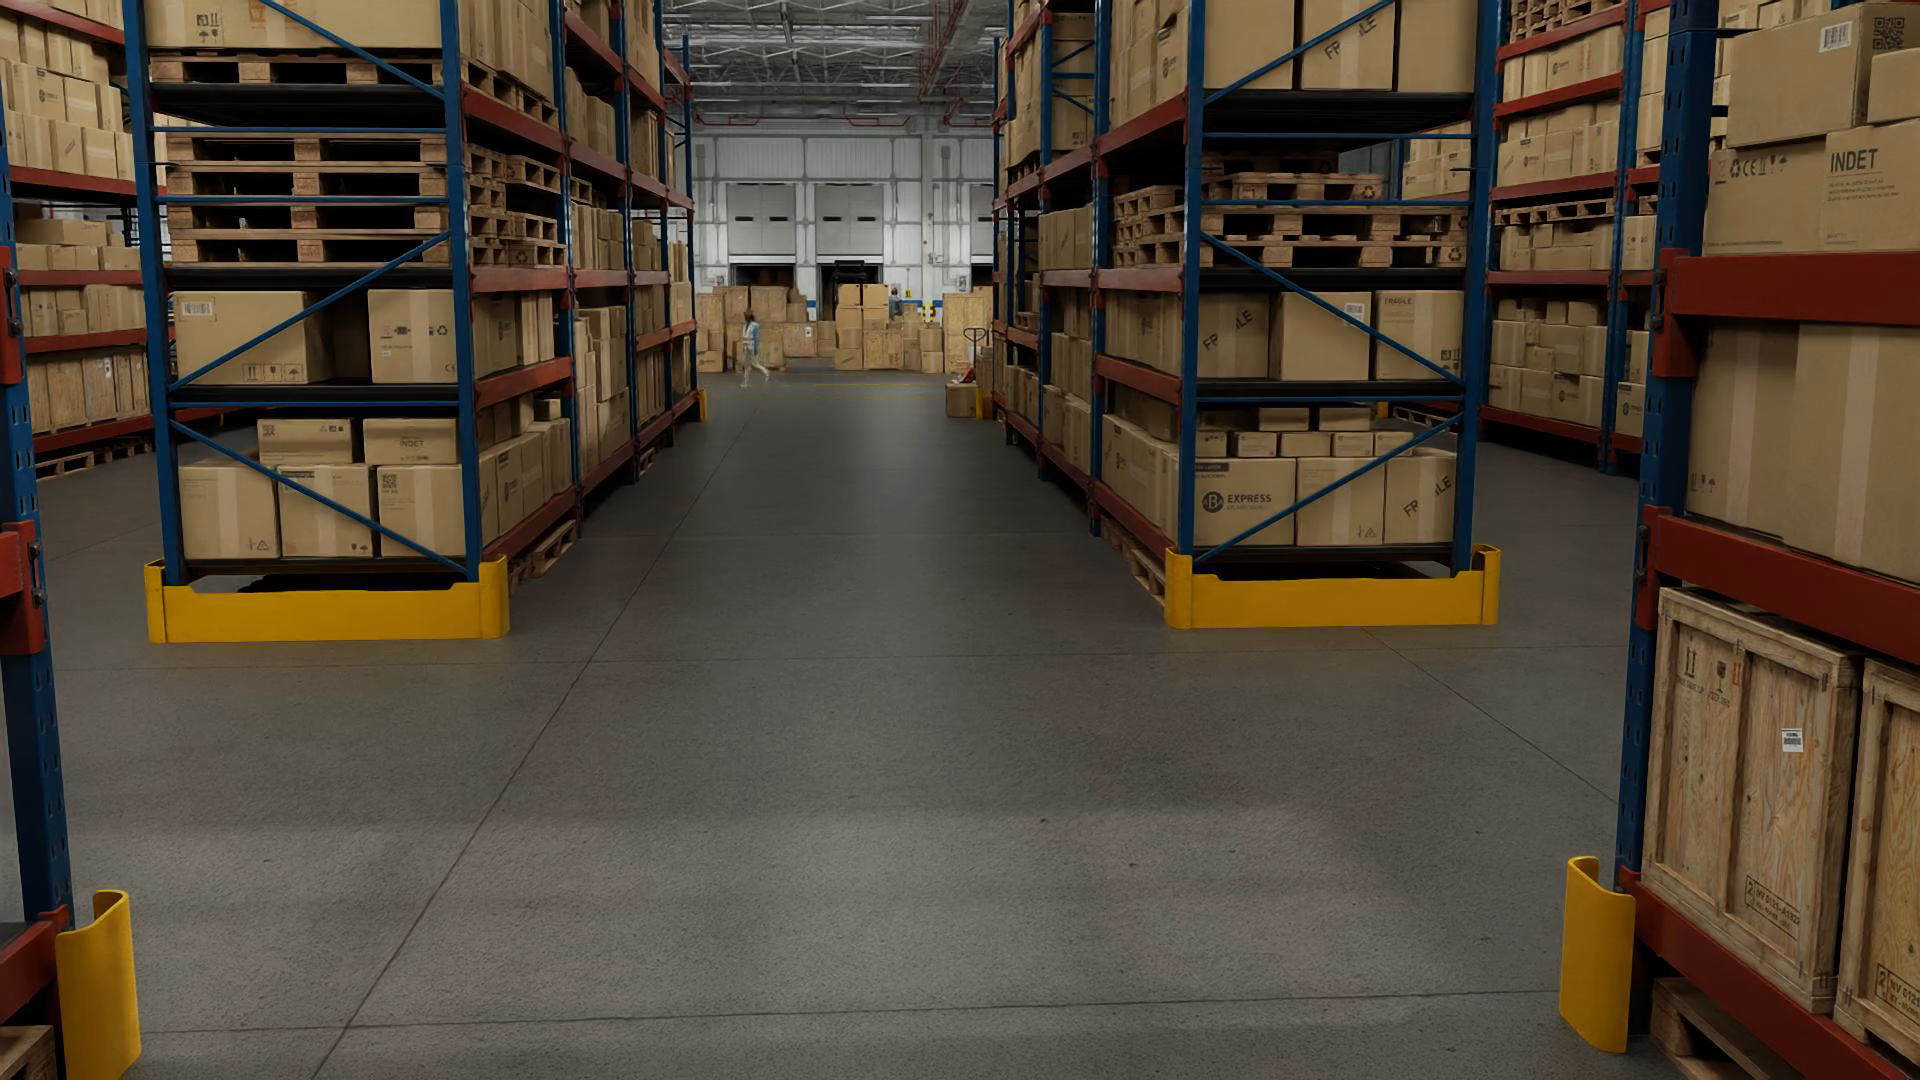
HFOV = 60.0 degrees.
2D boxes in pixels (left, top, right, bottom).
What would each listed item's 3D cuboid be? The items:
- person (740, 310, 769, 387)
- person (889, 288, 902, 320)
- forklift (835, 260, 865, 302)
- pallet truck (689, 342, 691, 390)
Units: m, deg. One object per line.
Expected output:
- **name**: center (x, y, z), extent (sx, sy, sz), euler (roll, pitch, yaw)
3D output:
- **person**: center (-4.359, -4.034, 35.103), extent (0.555, 1.628, 0.523), euler (-9, 13, -43)
- **person**: center (-2.301, -7.814, 57.902), extent (0.636, 1.928, 0.390), euler (3, 10, 20)
- **forklift**: center (-3.432, -7.334, 51.881), extent (1.129, 2.768, 1.873), euler (-1, 9, -4)
- **pallet truck**: center (-5.225, -3.008, 27.480), extent (1.885, 1.965, 0.823), euler (2, 9, 14)
